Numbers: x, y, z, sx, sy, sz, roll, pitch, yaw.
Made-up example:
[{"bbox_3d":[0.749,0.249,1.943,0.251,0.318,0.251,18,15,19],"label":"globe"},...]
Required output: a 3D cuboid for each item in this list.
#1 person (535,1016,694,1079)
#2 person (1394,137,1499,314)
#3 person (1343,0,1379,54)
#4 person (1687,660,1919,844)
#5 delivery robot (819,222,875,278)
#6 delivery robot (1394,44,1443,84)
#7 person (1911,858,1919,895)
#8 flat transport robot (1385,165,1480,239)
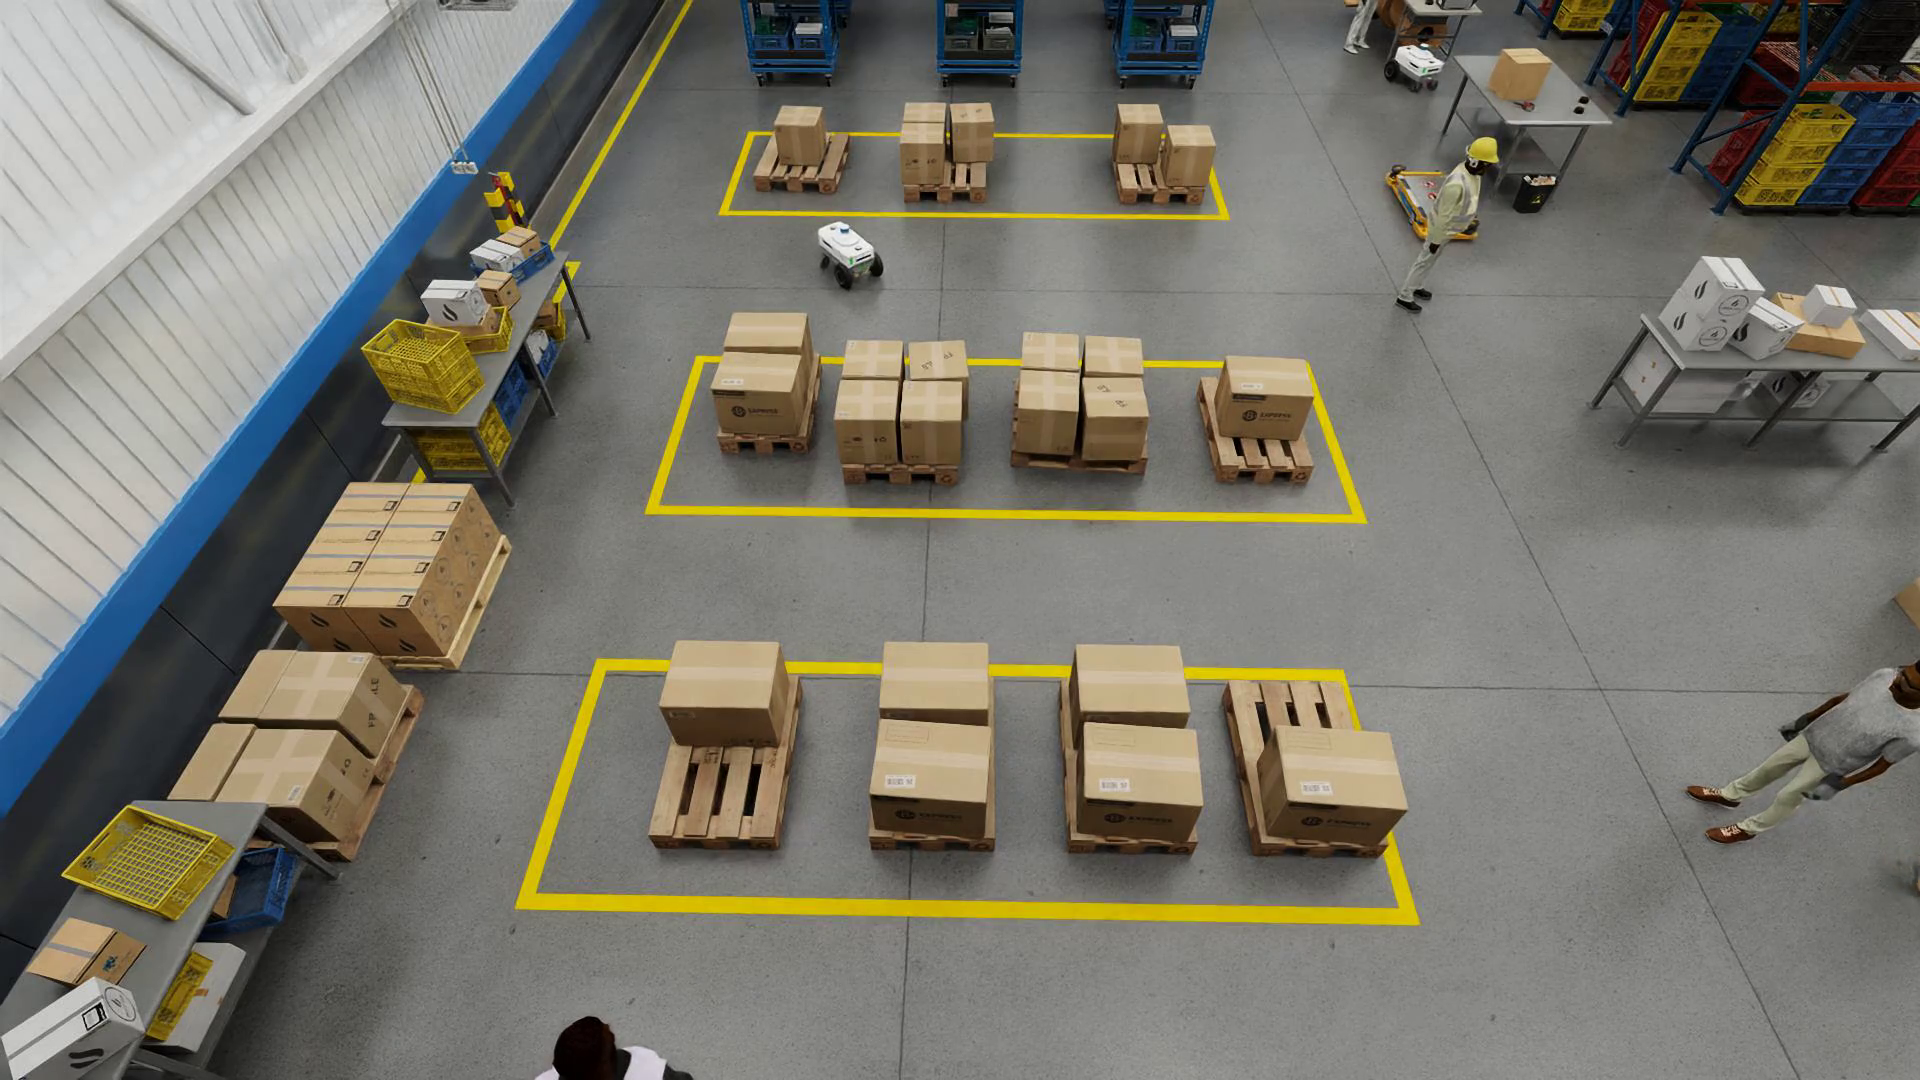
[{"bbox_3d":[-1.465,2.594,4.192,0.587,1.915,0.394,-5,49,-5],"label":"person"},{"bbox_3d":[4.899,-3.151,9.223,0.403,1.824,0.589,31,56,24],"label":"person"},{"bbox_3d":[6.177,-8.194,13.713,0.518,1.632,0.311,-33,57,-25],"label":"person"},{"bbox_3d":[5.052,1.251,5.389,0.328,1.862,0.510,6,49,5],"label":"person"},{"bbox_3d":[-1.246,-3.225,10.060,0.477,0.478,0.707,-29,55,-23],"label":"delivery robot"},{"bbox_3d":[6.618,-6.897,13.239,0.477,0.478,0.707,-13,50,-11],"label":"delivery robot"},{"bbox_3d":[6.182,1.781,5.043,0.540,1.678,0.666,-18,52,-15],"label":"person"},{"bbox_3d":[5.692,-4.094,11.059,0.652,0.197,1.431,1,49,1],"label":"flat transport robot"}]
